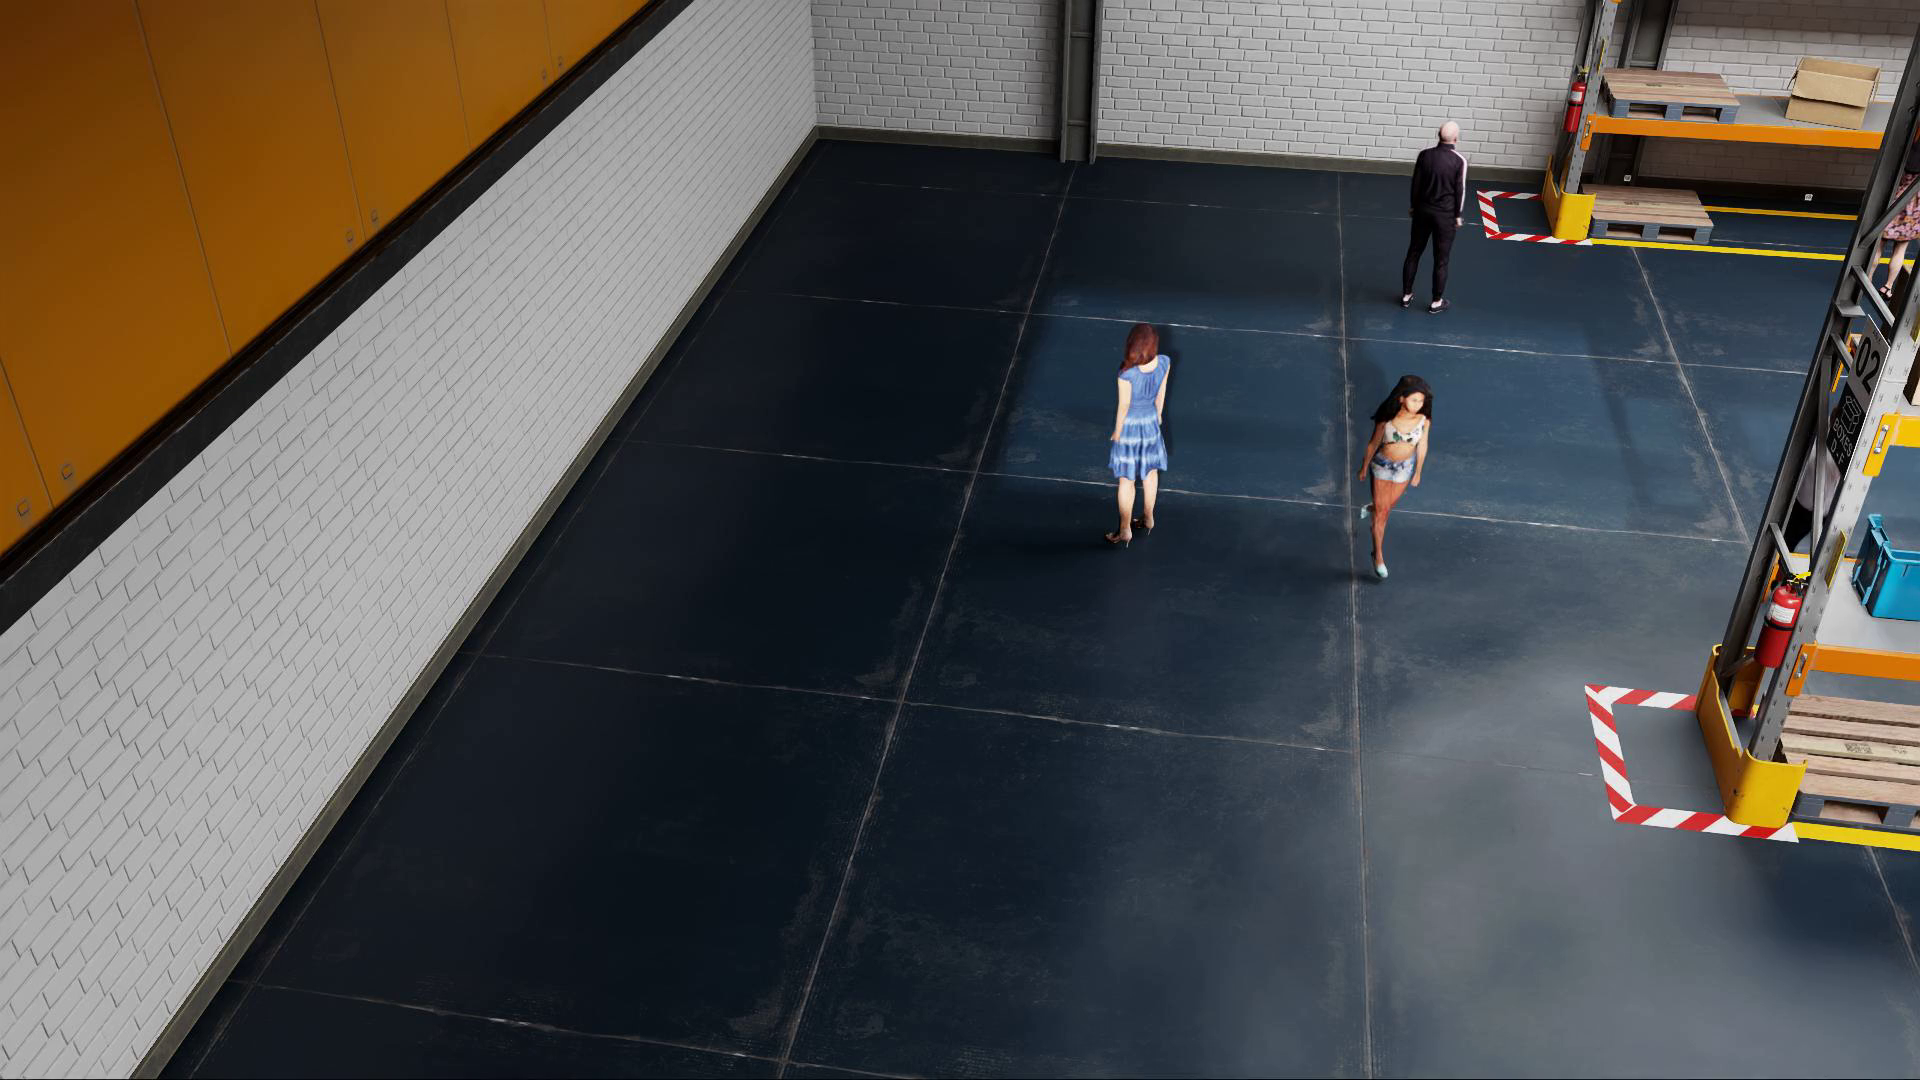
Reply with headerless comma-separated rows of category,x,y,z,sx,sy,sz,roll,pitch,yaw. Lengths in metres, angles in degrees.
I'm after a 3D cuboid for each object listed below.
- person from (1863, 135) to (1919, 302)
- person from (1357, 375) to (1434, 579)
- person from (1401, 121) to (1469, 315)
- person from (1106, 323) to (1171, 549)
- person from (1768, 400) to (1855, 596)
person,8.984,-3.135,15.864,0.864,1.773,0.793,-26,42,-34
person,3.118,-0.532,12.120,0.986,1.582,0.812,0,34,-1
person,4.467,-3.042,15.666,0.685,1.836,0.821,23,40,30
person,1.308,-0.778,12.288,0.747,1.806,0.792,-24,40,-31
person,6.105,-0.281,11.673,1.171,1.659,0.997,-12,36,-18
